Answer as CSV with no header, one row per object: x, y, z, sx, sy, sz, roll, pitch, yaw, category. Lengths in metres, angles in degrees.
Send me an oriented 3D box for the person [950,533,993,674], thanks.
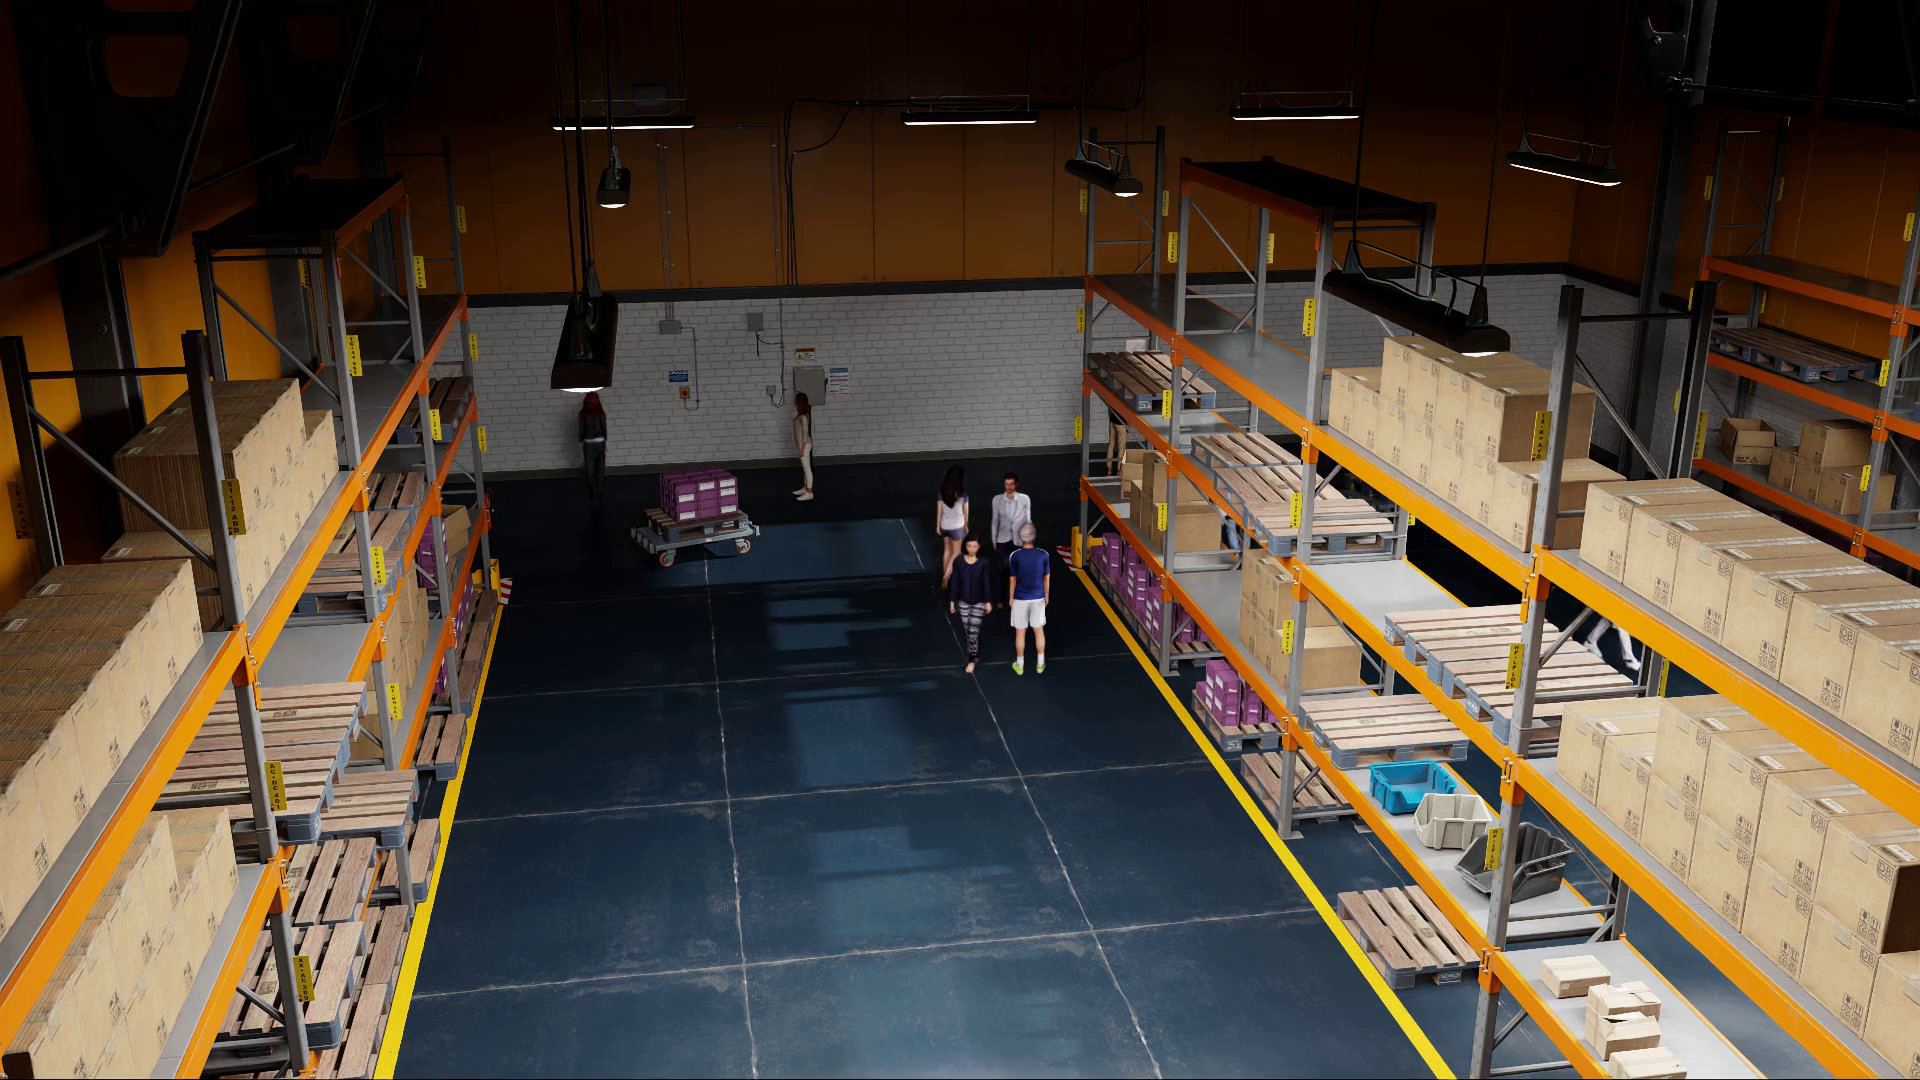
0.173,0.693,19.695,0.789,1.712,0.846,7,20,20,person

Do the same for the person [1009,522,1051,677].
0.807,0.682,19.535,0.625,1.834,0.515,-3,19,-9,person

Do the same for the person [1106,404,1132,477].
2.595,-1.914,27.208,0.776,1.858,0.623,-13,23,-34,person

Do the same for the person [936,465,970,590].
-0.110,-0.139,22.228,0.912,1.673,1.058,6,20,18,person

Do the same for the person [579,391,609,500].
-5.705,-1.432,25.930,0.599,1.760,0.902,-2,19,-7,person

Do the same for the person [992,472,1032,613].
0.687,-0.008,21.625,0.846,1.810,1.185,1,19,3,person

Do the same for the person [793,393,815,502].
-2.444,-1.488,26.170,0.646,1.713,0.480,-3,19,-8,person
